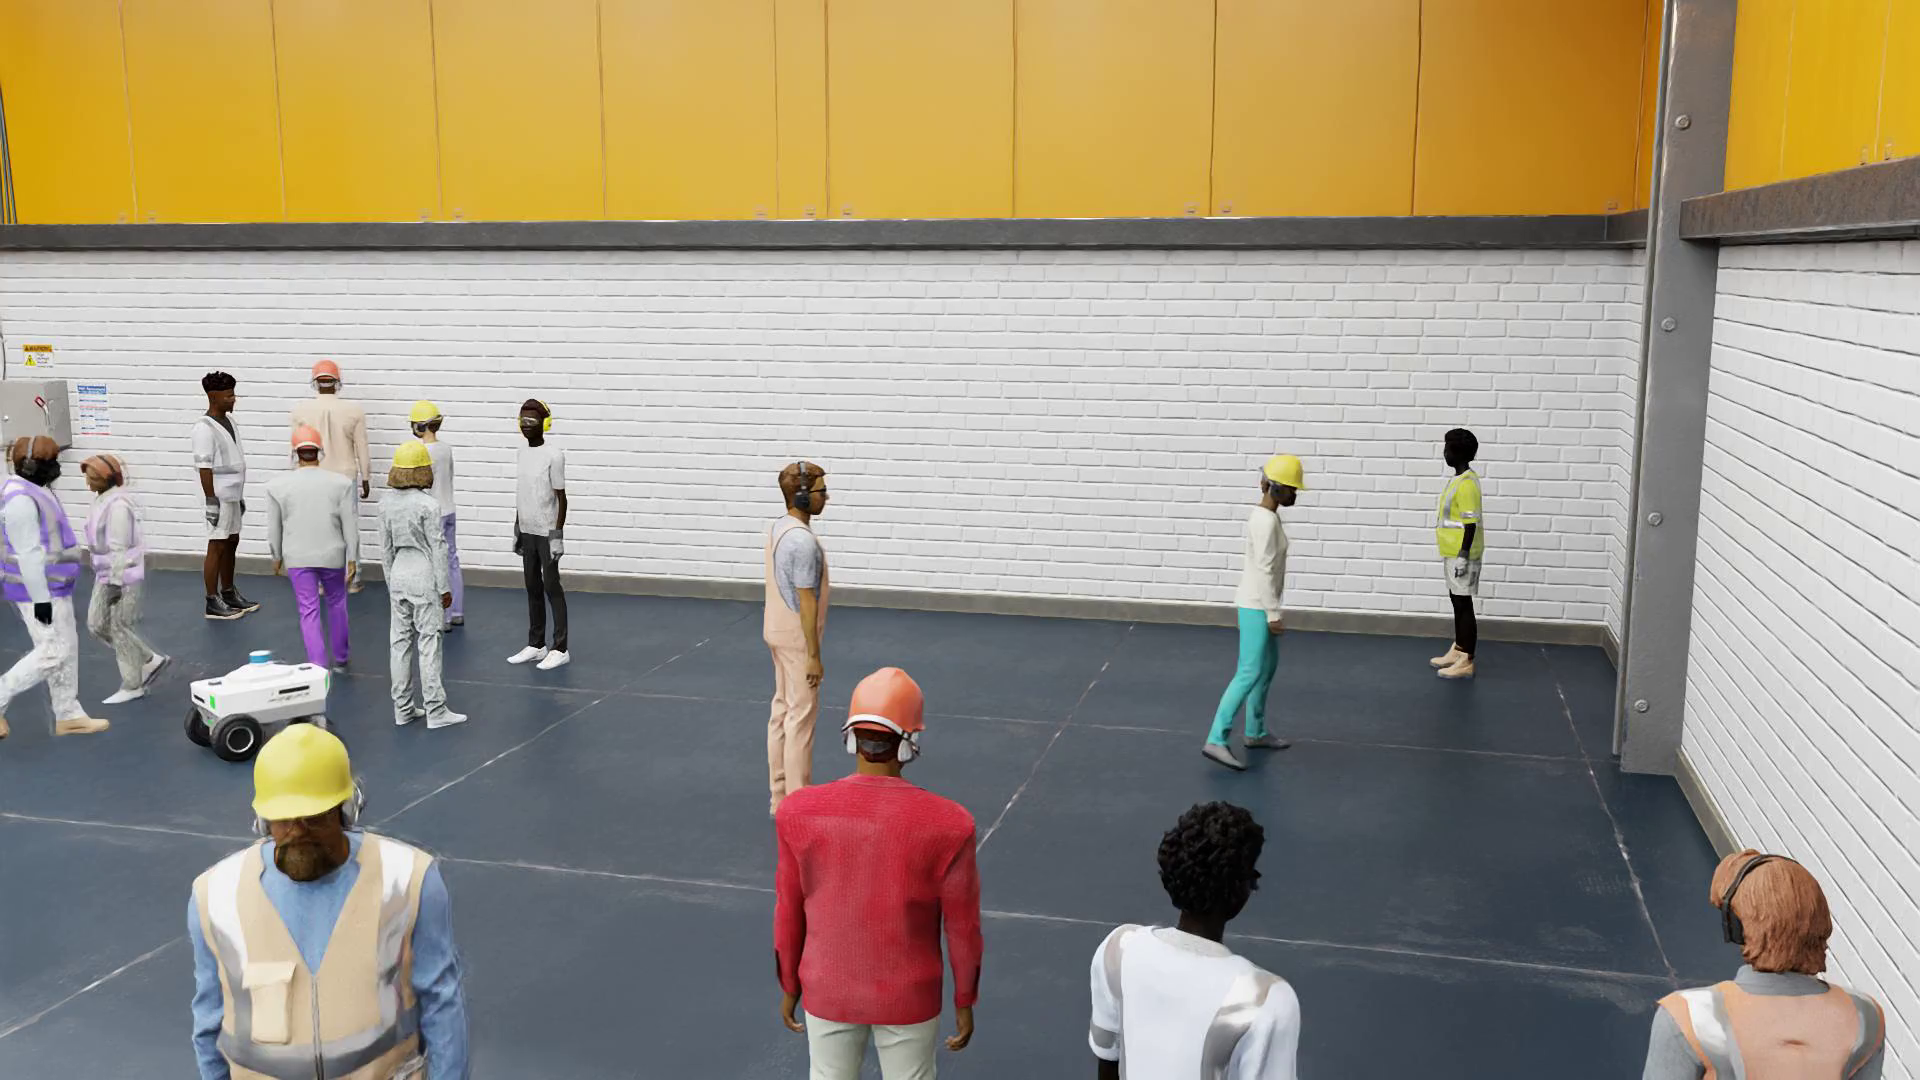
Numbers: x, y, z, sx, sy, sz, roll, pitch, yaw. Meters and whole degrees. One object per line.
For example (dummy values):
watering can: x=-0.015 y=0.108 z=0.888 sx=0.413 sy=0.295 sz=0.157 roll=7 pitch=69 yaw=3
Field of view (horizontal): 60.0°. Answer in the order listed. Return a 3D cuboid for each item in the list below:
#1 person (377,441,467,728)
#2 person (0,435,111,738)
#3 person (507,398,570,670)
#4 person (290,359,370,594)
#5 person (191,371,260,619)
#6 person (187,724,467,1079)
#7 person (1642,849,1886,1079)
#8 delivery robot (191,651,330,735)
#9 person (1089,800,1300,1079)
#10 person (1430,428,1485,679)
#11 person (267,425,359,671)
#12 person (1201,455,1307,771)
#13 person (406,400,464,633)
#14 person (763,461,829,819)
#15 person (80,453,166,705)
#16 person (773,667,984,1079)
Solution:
person: x=-3.275 y=0.269 z=10.064 sx=0.486 sy=1.744 sz=0.294 roll=4 pitch=11 yaw=24
person: x=-5.419 y=0.295 z=9.684 sx=0.607 sy=1.825 sz=0.665 roll=-3 pitch=10 yaw=-20
person: x=-2.928 y=-0.045 z=11.527 sx=0.514 sy=1.877 sz=0.328 roll=7 pitch=12 yaw=36
person: x=-5.315 y=-0.530 z=14.056 sx=0.628 sy=1.987 sz=0.415 roll=-3 pitch=10 yaw=-18
person: x=-5.822 y=-0.356 z=13.129 sx=0.373 sy=1.958 sz=0.599 roll=-1 pitch=10 yaw=-4
person: x=-1.483 y=1.285 z=3.948 sx=0.603 sy=1.792 sz=0.909 roll=-3 pitch=10 yaw=-17
person: x=1.640 y=1.447 z=3.462 sx=0.526 sy=1.632 sz=0.312 roll=-1 pitch=10 yaw=-8
delivery robot: x=-4.044 y=0.887 z=9.641 sx=0.707 sy=0.478 sz=0.477 roll=-9 pitch=13 yaw=-43
person: x=0.498 y=1.395 z=3.599 sx=0.320 sy=1.688 sz=0.547 roll=-9 pitch=13 yaw=-42
person: x=3.378 y=0.086 z=11.266 sx=0.317 sy=1.698 sz=0.540 roll=1 pitch=10 yaw=9
person: x=-4.333 y=0.092 z=11.164 sx=0.564 sy=1.718 sz=0.791 roll=-4 pitch=10 yaw=-22
person: x=1.666 y=0.393 z=9.336 sx=0.485 sy=1.747 sz=0.700 roll=2 pitch=10 yaw=13
person: x=-3.999 y=-0.173 z=12.598 sx=0.330 sy=1.767 sz=0.528 roll=2 pitch=10 yaw=10
person: x=-0.797 y=0.524 z=8.262 sx=0.345 sy=1.845 sz=0.505 roll=-4 pitch=10 yaw=-23
person: x=-5.343 y=0.249 z=10.555 sx=0.397 sy=1.618 sz=0.516 roll=-9 pitch=13 yaw=-43
person: x=-0.222 y=1.206 z=4.563 sx=0.578 sy=1.737 sz=0.354 roll=1 pitch=10 yaw=6
